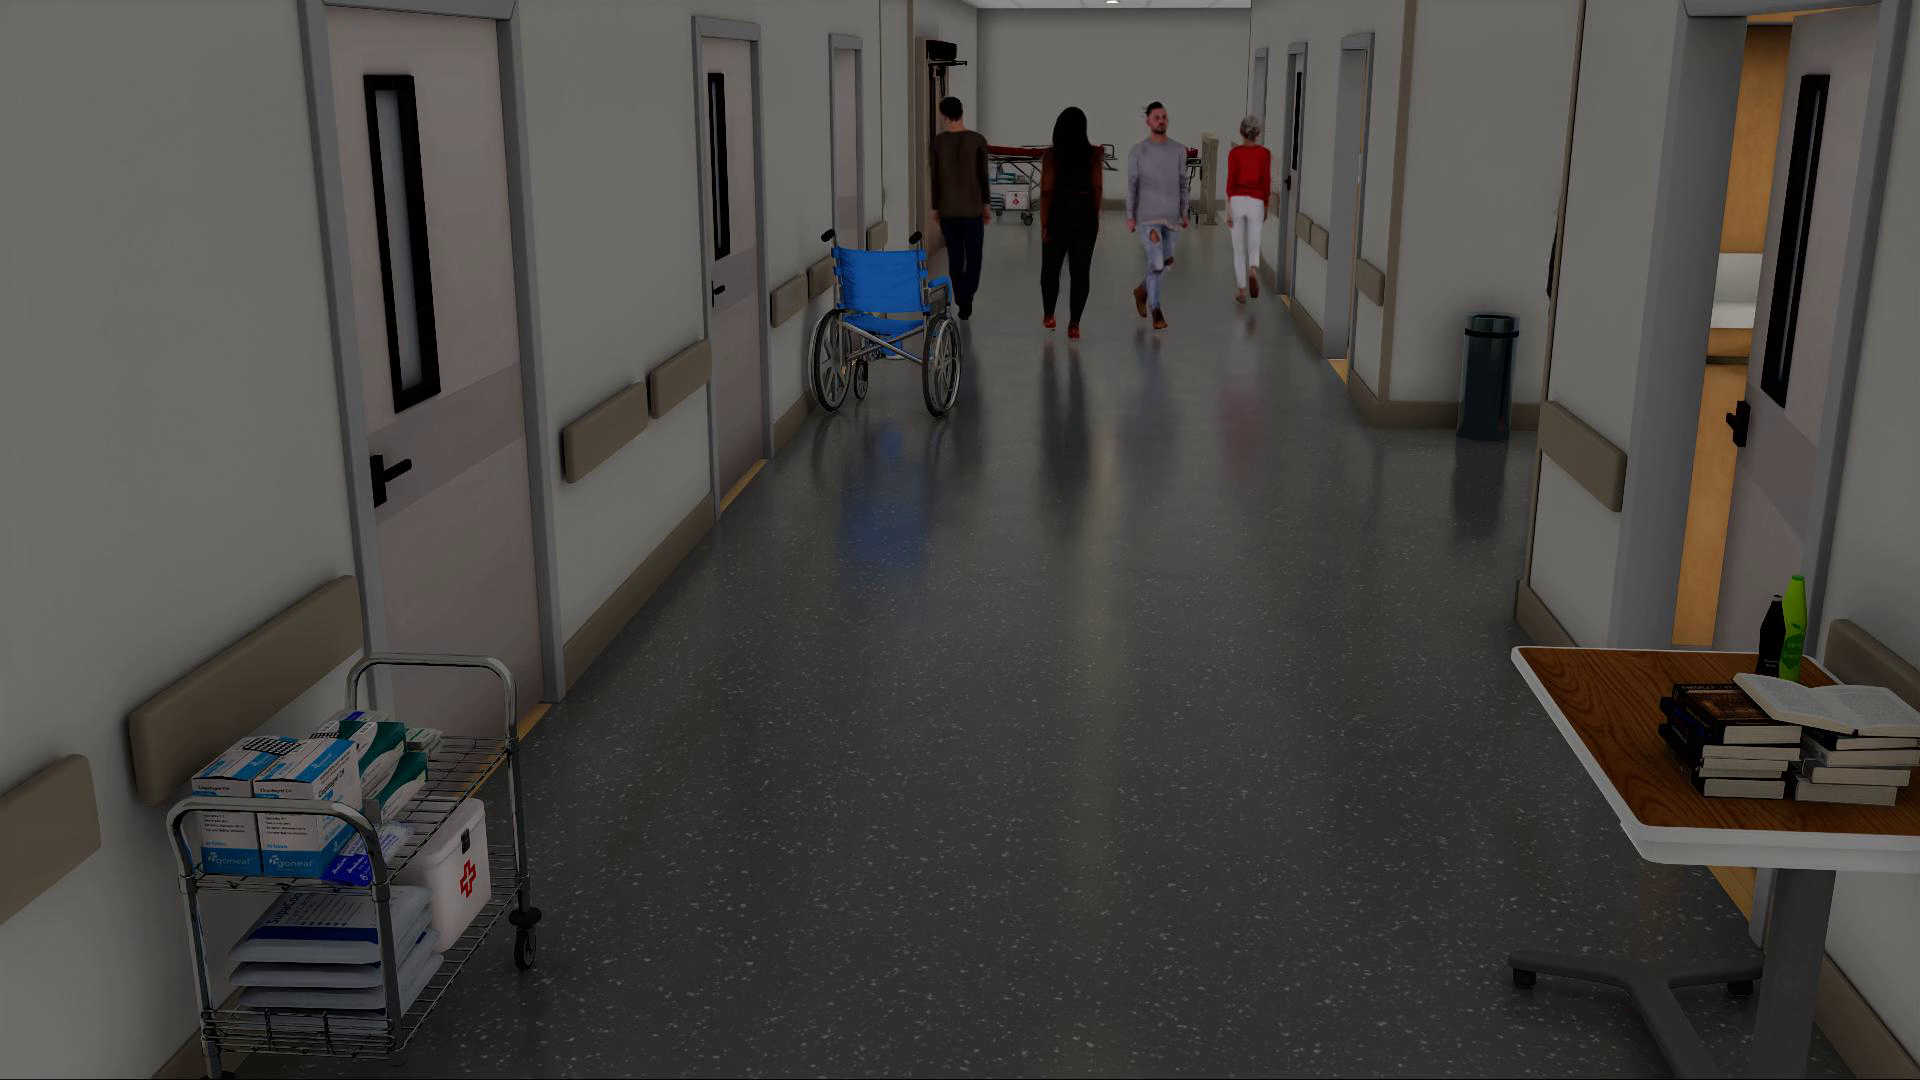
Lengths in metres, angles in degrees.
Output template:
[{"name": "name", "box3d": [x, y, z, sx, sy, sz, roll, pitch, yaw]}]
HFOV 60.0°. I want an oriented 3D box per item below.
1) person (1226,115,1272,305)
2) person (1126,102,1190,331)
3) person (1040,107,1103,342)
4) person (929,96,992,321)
[{"name": "person", "box3d": [2.591, -2.950, 14.997, 0.568, 1.678, 0.872, 1, 16, 2]}, {"name": "person", "box3d": [1.614, -2.676, 13.775, 0.959, 1.813, 1.190, -5, 17, -18]}, {"name": "person", "box3d": [0.881, -2.453, 13.030, 0.699, 1.788, 0.950, 0, 16, -1]}, {"name": "person", "box3d": [-0.003, -2.758, 13.982, 0.673, 1.858, 0.794, 2, 16, 7]}]
